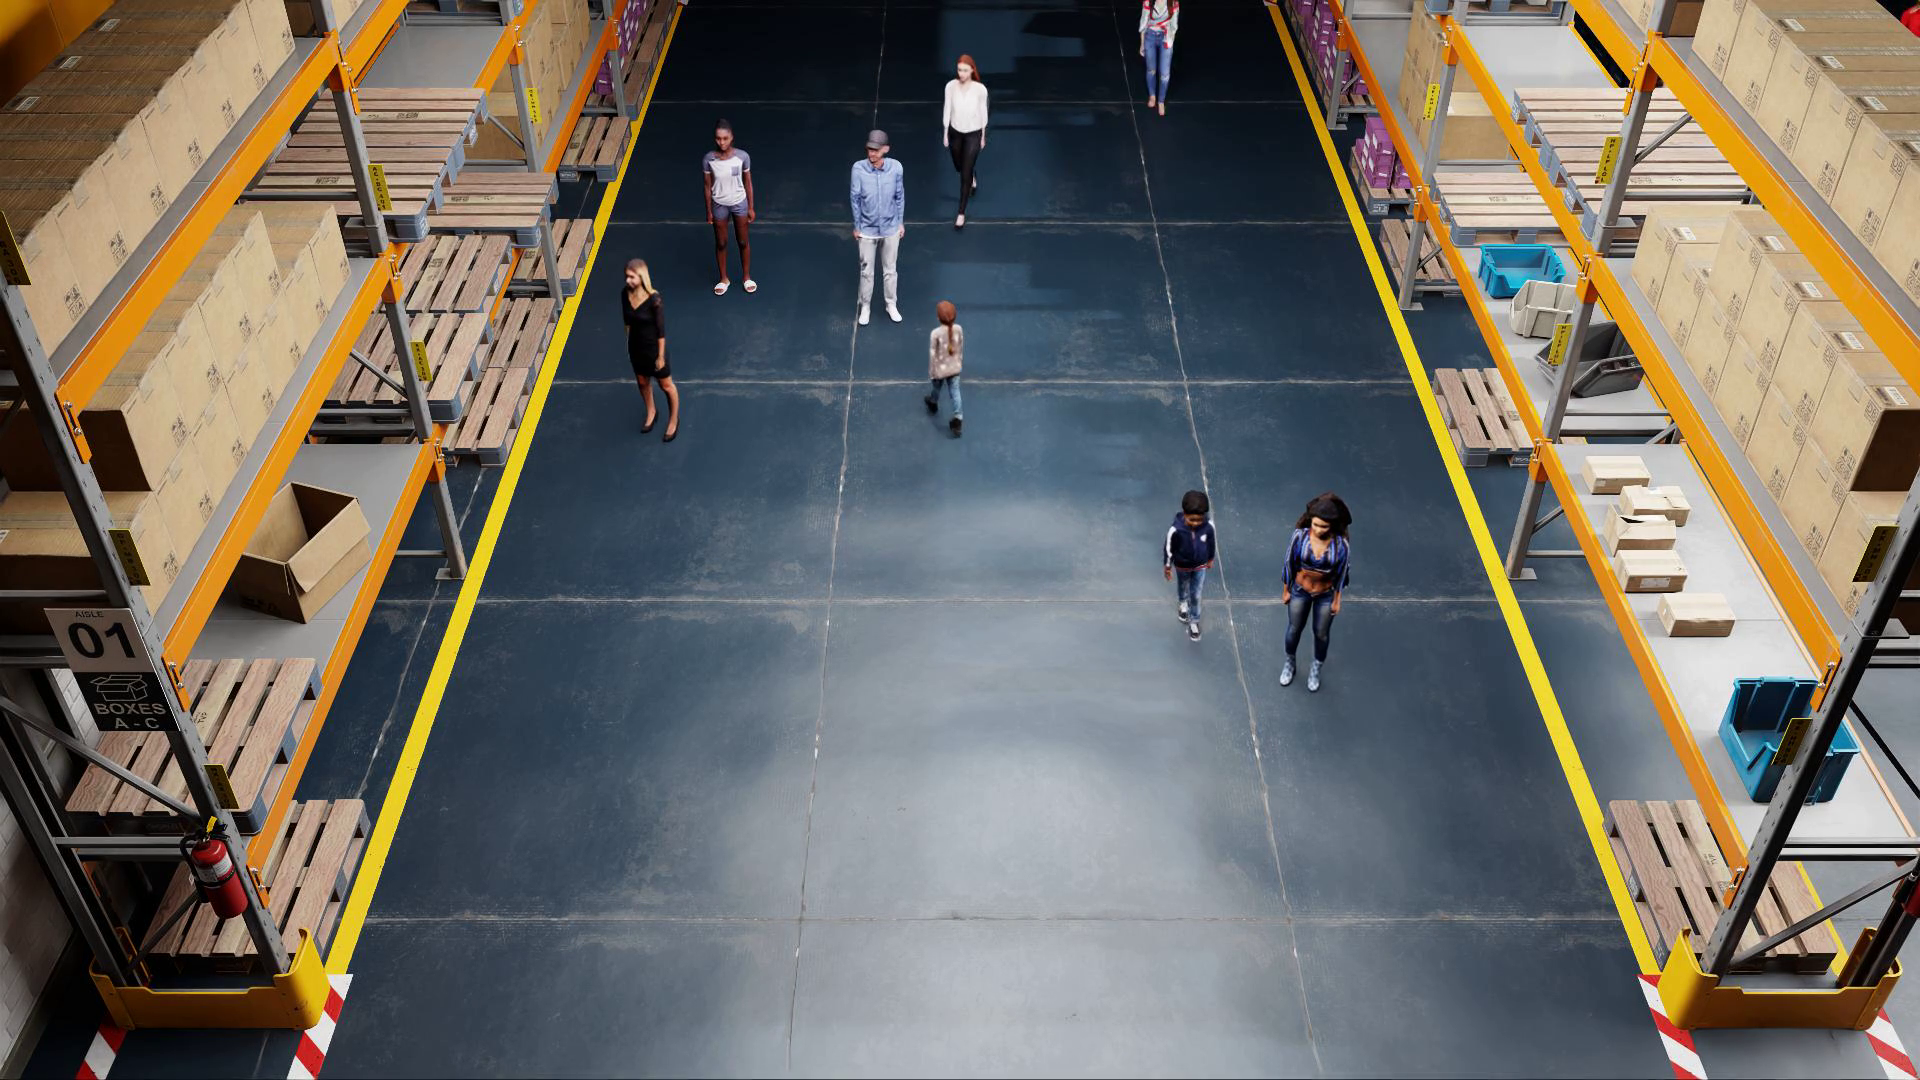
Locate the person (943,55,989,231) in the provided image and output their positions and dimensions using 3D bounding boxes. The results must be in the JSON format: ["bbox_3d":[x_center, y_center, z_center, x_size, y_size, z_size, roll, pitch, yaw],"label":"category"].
[{"bbox_3d":[0.074,-4.080,16.841,0.811,1.732,1.164,9,40,12],"label":"person"}]

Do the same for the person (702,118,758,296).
[{"bbox_3d":[-2.159,-3.131,15.662,0.634,1.721,0.569,-5,39,-6],"label":"person"}]

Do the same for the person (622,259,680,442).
[{"bbox_3d":[-2.567,-1.581,13.759,0.618,1.673,0.614,17,42,20],"label":"person"}]

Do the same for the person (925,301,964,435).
[{"bbox_3d":[-0.088,-1.433,13.979,0.708,1.168,0.893,-15,41,-18],"label":"person"}]

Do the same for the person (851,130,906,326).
[{"bbox_3d":[-0.745,-2.868,15.200,0.683,1.886,0.607,-6,39,-8],"label":"person"}]

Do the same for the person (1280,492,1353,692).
[{"bbox_3d":[2.420,0.357,11.373,0.680,1.622,0.654,12,40,14],"label":"person"}]

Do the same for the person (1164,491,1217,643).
[{"bbox_3d":[1.668,0.100,12.033,0.549,1.200,0.704,2,39,2],"label":"person"}]

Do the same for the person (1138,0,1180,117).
[{"bbox_3d":[2.261,-5.723,19.007,0.652,1.596,0.757,6,39,8],"label":"person"}]
